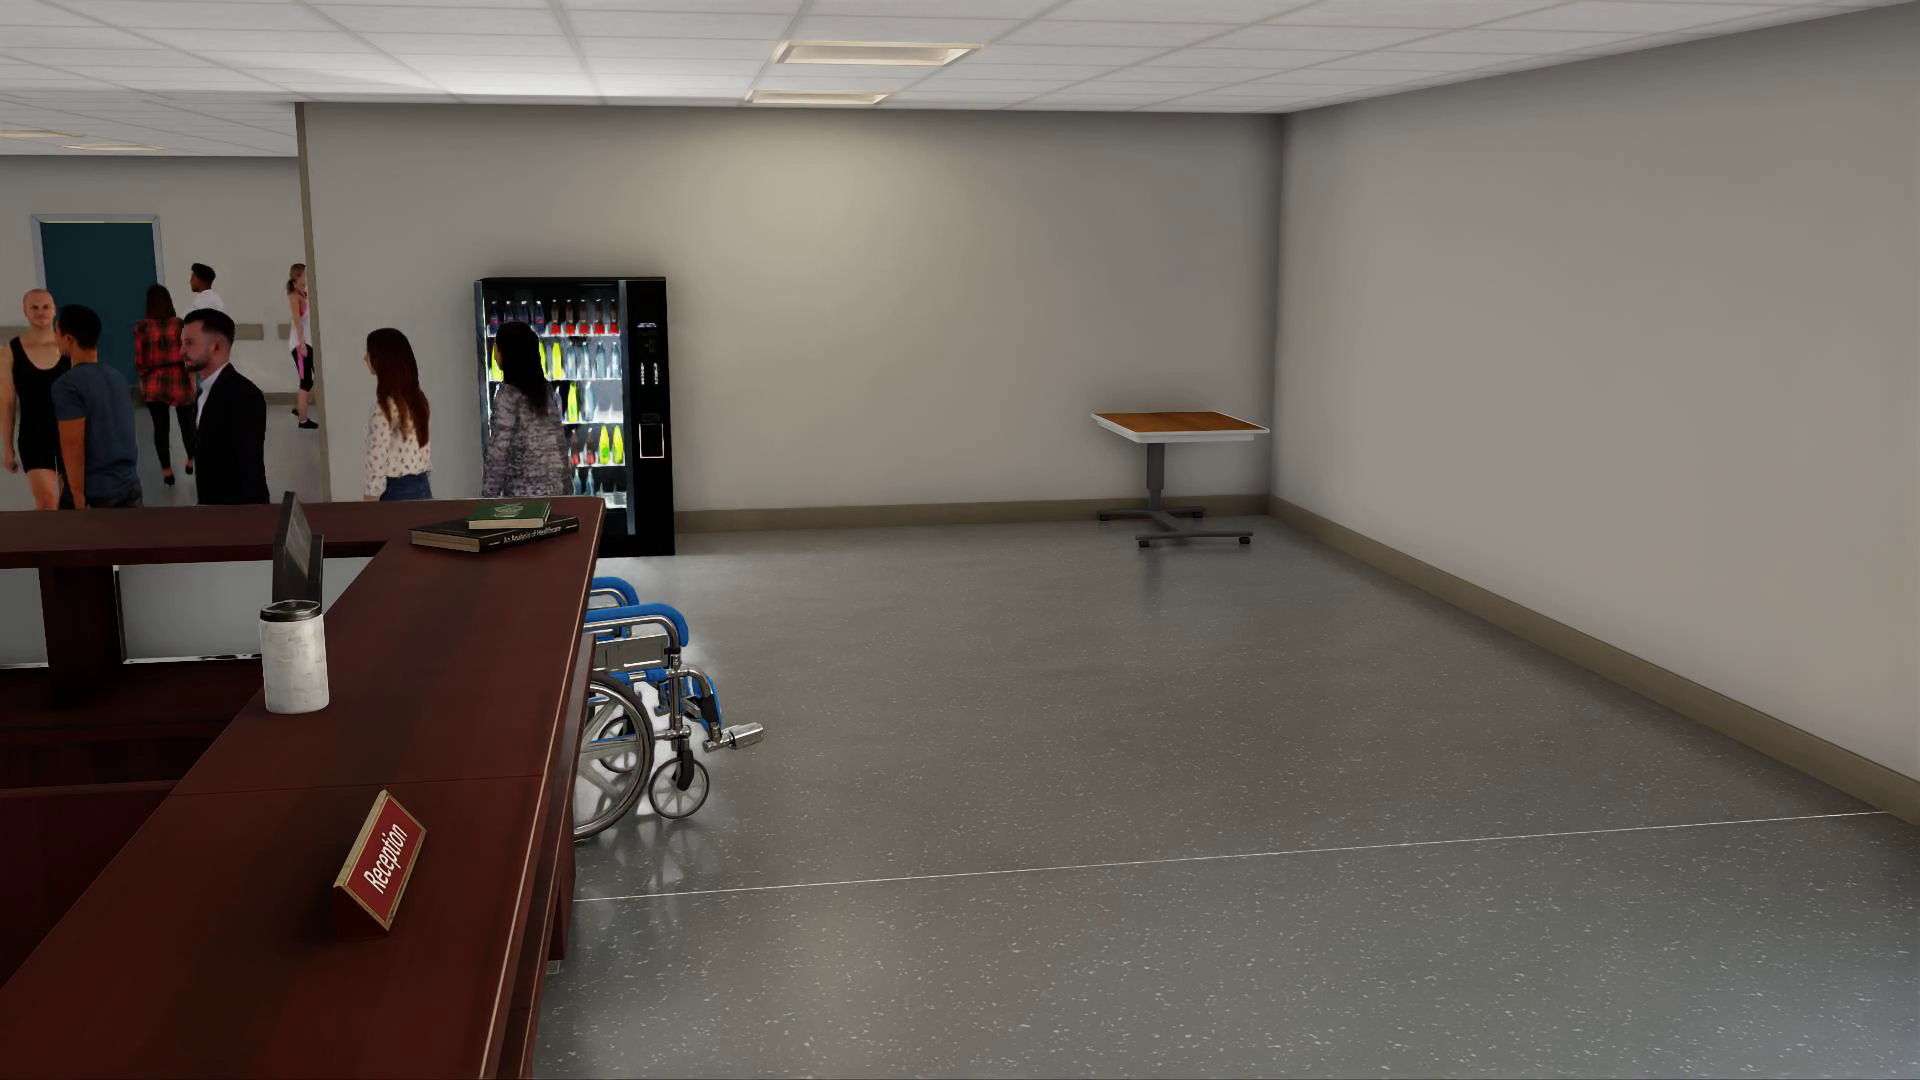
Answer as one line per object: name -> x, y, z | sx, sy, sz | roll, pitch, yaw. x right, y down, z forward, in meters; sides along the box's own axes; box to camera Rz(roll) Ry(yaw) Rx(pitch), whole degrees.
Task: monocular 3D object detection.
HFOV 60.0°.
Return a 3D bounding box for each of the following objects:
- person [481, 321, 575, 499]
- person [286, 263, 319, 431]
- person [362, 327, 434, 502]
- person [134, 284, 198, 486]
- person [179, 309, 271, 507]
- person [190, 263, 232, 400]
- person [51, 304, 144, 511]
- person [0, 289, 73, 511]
person -> -2.032, -0.203, 8.184 | 0.736, 1.719, 0.735 | 3, 11, 15
person -> -7.091, -2.046, 17.750 | 0.656, 1.774, 0.658 | -1, 11, -4
person -> -2.569, -0.128, 7.807 | 0.810, 1.712, 0.730 | 3, 11, 18
person -> -6.643, -1.250, 13.905 | 1.071, 1.643, 0.813 | -4, 11, -18
person -> -3.111, -0.096, 7.367 | 1.168, 1.814, 0.979 | -8, 13, -37
person -> -7.506, -1.891, 16.851 | 0.727, 1.804, 0.676 | -1, 11, -5
person -> -4.160, -0.235, 8.231 | 1.236, 1.765, 0.972 | 2, 11, 12
person -> -5.497, -0.584, 10.093 | 1.218, 1.756, 1.072 | -7, 13, -34
